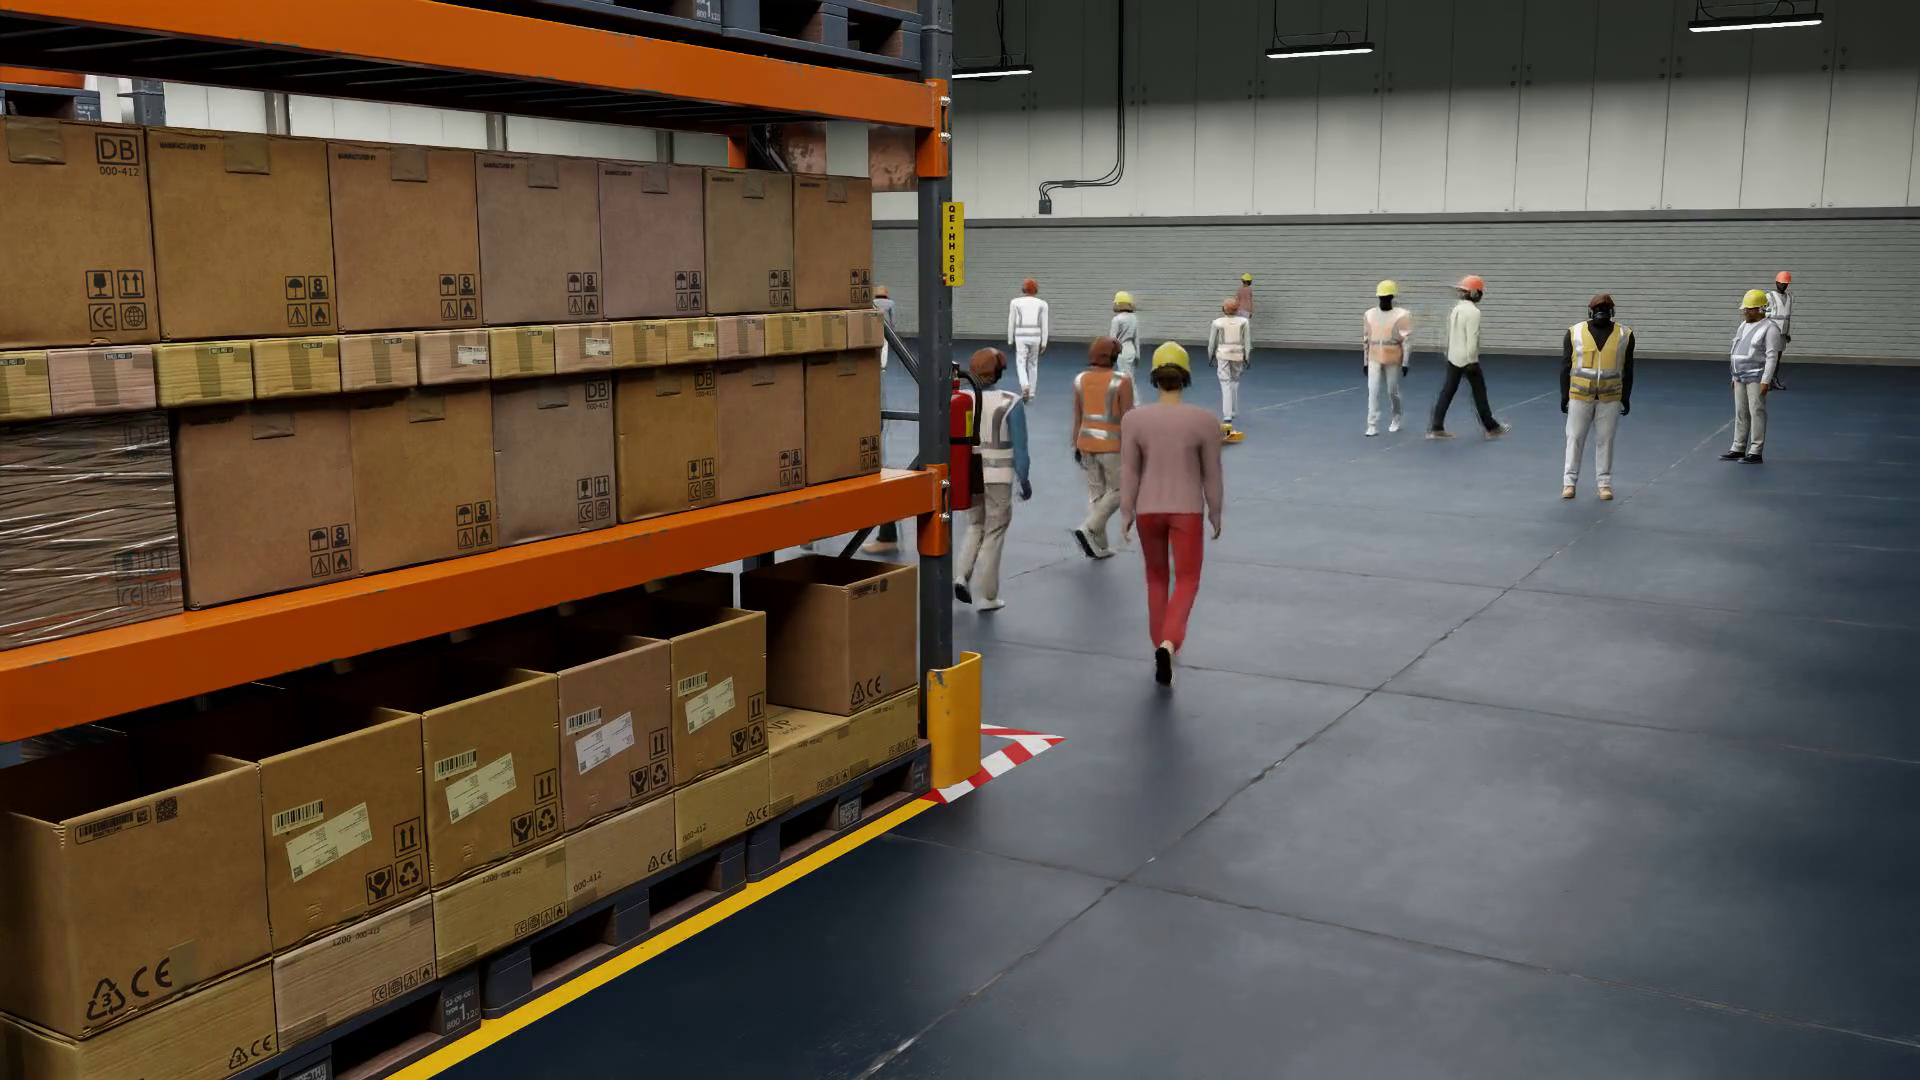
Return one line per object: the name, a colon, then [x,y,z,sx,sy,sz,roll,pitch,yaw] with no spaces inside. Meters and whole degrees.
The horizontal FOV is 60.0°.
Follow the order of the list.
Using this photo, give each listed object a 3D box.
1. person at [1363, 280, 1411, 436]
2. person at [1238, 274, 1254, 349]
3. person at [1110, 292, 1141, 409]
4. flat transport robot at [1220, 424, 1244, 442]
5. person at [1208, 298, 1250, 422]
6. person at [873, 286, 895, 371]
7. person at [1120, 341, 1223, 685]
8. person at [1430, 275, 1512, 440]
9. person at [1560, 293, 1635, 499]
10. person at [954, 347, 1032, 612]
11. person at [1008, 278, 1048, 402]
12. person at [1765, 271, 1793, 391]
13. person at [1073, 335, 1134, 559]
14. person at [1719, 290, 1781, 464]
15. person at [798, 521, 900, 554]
person: [5.228,-2.233,20.360,0.596,1.896,0.921,6,11,31]
person: [6.663,-5.327,38.908,0.403,1.779,0.544,-3,10,-19]
person: [2.098,-2.438,22.127,0.902,1.697,0.496,7,12,36]
flat transport robot: [2.622,-1.208,19.088,0.652,0.197,1.431,8,12,38]
person: [3.547,-2.393,22.085,0.545,1.602,0.782,-1,10,-4]
person: [-1.490,-4.027,31.674,0.500,1.609,0.694,0,10,-1]
person: [1.066,-0.145,8.542,0.528,1.740,0.781,3,10,19]
person: [6.055,-2.149,19.705,1.008,1.937,0.642,-2,10,-12]
person: [5.704,-1.281,14.927,0.622,1.844,0.429,3,10,15]
person: [0.185,-0.365,10.186,0.523,1.626,0.367,6,11,32]
person: [1.018,-2.944,24.629,0.583,1.858,0.780,-1,10,-6]
person: [13.263,-3.385,26.974,0.545,1.933,0.376,-3,10,-17]
person: [0.983,-0.644,11.821,0.538,1.620,0.471,9,13,42]
person: [8.320,-1.714,17.506,0.403,1.824,0.589,-2,10,-10]
person: [-0.870,-0.769,12.052,0.935,1.792,0.498,-2,10,-12]
